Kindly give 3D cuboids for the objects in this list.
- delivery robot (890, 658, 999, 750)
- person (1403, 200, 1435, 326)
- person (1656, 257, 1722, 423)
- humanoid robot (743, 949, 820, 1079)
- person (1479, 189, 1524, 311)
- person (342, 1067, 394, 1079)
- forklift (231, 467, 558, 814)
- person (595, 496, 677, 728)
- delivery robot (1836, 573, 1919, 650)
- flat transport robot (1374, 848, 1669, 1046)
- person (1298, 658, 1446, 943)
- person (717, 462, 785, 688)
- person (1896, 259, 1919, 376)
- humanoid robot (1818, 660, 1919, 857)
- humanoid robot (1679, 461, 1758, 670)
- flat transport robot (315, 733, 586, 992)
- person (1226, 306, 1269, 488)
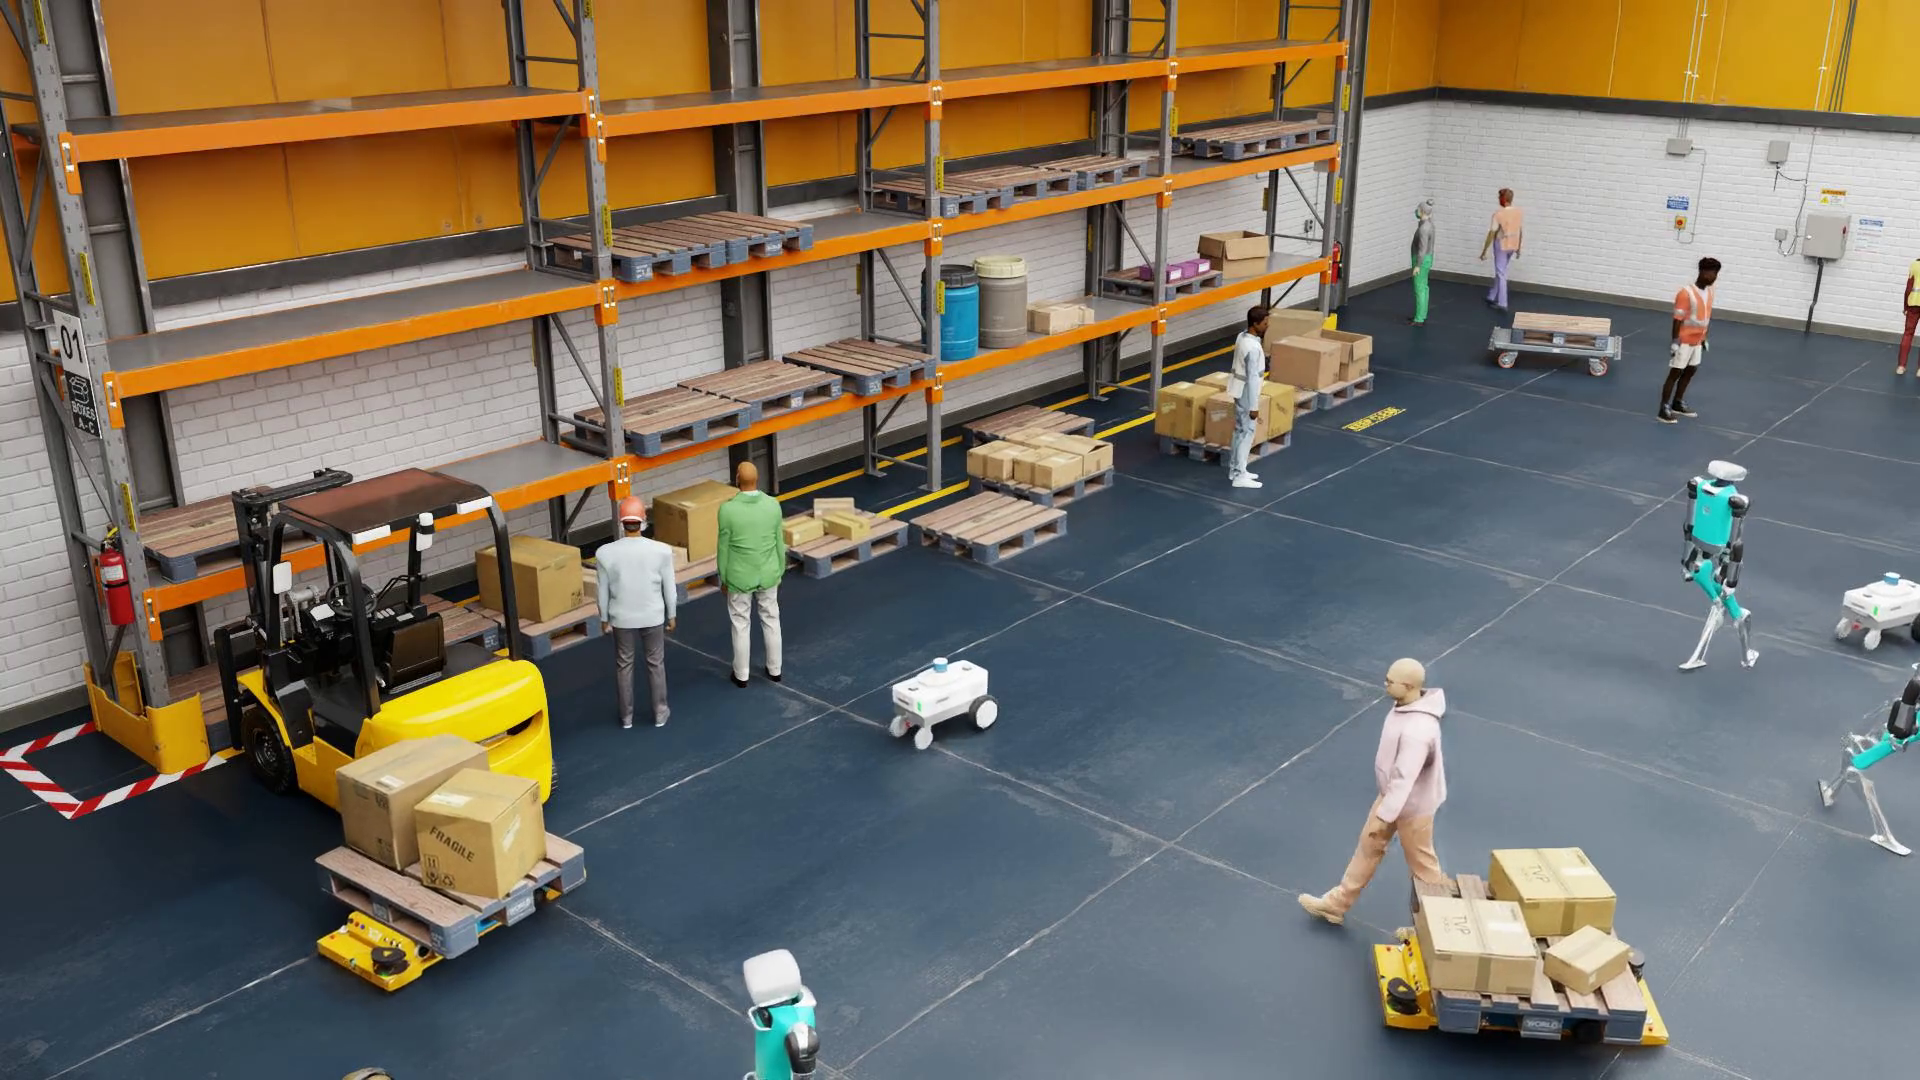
[{"bbox_3d":[-0.135,1.140,12.036,0.787,0.587,0.499,-17,26,-39],"label":"delivery robot"},{"bbox_3d":[6.725,-4.050,24.256,0.325,1.839,0.524,10,22,25],"label":"person"},{"bbox_3d":[8.560,-2.356,19.517,0.656,1.944,0.399,-14,24,-33],"label":"person"},{"bbox_3d":[-0.957,2.540,6.661,0.812,1.856,0.534,-9,22,-23],"label":"humanoid robot"},{"bbox_3d":[8.169,-4.434,25.317,0.594,1.817,0.760,-11,23,-27],"label":"person"},{"bbox_3d":[-2.022,2.682,5.881,0.376,1.936,0.627,5,21,14],"label":"person"},{"bbox_3d":[-3.730,0.710,10.856,2.313,2.155,1.214,17,26,38],"label":"forklift"},{"bbox_3d":[-2.323,0.523,12.008,0.570,1.740,0.351,-4,21,-10],"label":"person"},{"bbox_3d":[7.609,0.566,13.630,0.796,0.613,0.499,-9,22,-23],"label":"delivery robot"},{"bbox_3d":[3.009,2.416,9.005,1.431,0.231,0.659,2,20,7],"label":"flat transport robot"},{"bbox_3d":[2.413,1.485,9.399,0.858,1.745,0.536,1,20,3],"label":"person"},{"bbox_3d":[-1.581,0.267,12.663,0.534,1.778,0.390,-10,23,-26],"label":"person"},{"bbox_3d":[12.462,-3.003,21.522,0.474,1.767,0.359,15,25,35],"label":"person"},{"bbox_3d":[5.871,1.063,10.607,0.566,1.798,0.928,-11,23,-28],"label":"humanoid robot"},{"bbox_3d":[5.987,0.240,12.881,0.875,1.850,0.553,-9,22,-22],"label":"humanoid robot"},{"bbox_3d":[-2.968,2.131,9.777,0.659,0.231,1.431,14,24,33],"label":"flat transport robot"},{"bbox_3d":[2.974,-1.480,17.203,0.408,1.908,0.595,-1,20,-3],"label":"person"}]
